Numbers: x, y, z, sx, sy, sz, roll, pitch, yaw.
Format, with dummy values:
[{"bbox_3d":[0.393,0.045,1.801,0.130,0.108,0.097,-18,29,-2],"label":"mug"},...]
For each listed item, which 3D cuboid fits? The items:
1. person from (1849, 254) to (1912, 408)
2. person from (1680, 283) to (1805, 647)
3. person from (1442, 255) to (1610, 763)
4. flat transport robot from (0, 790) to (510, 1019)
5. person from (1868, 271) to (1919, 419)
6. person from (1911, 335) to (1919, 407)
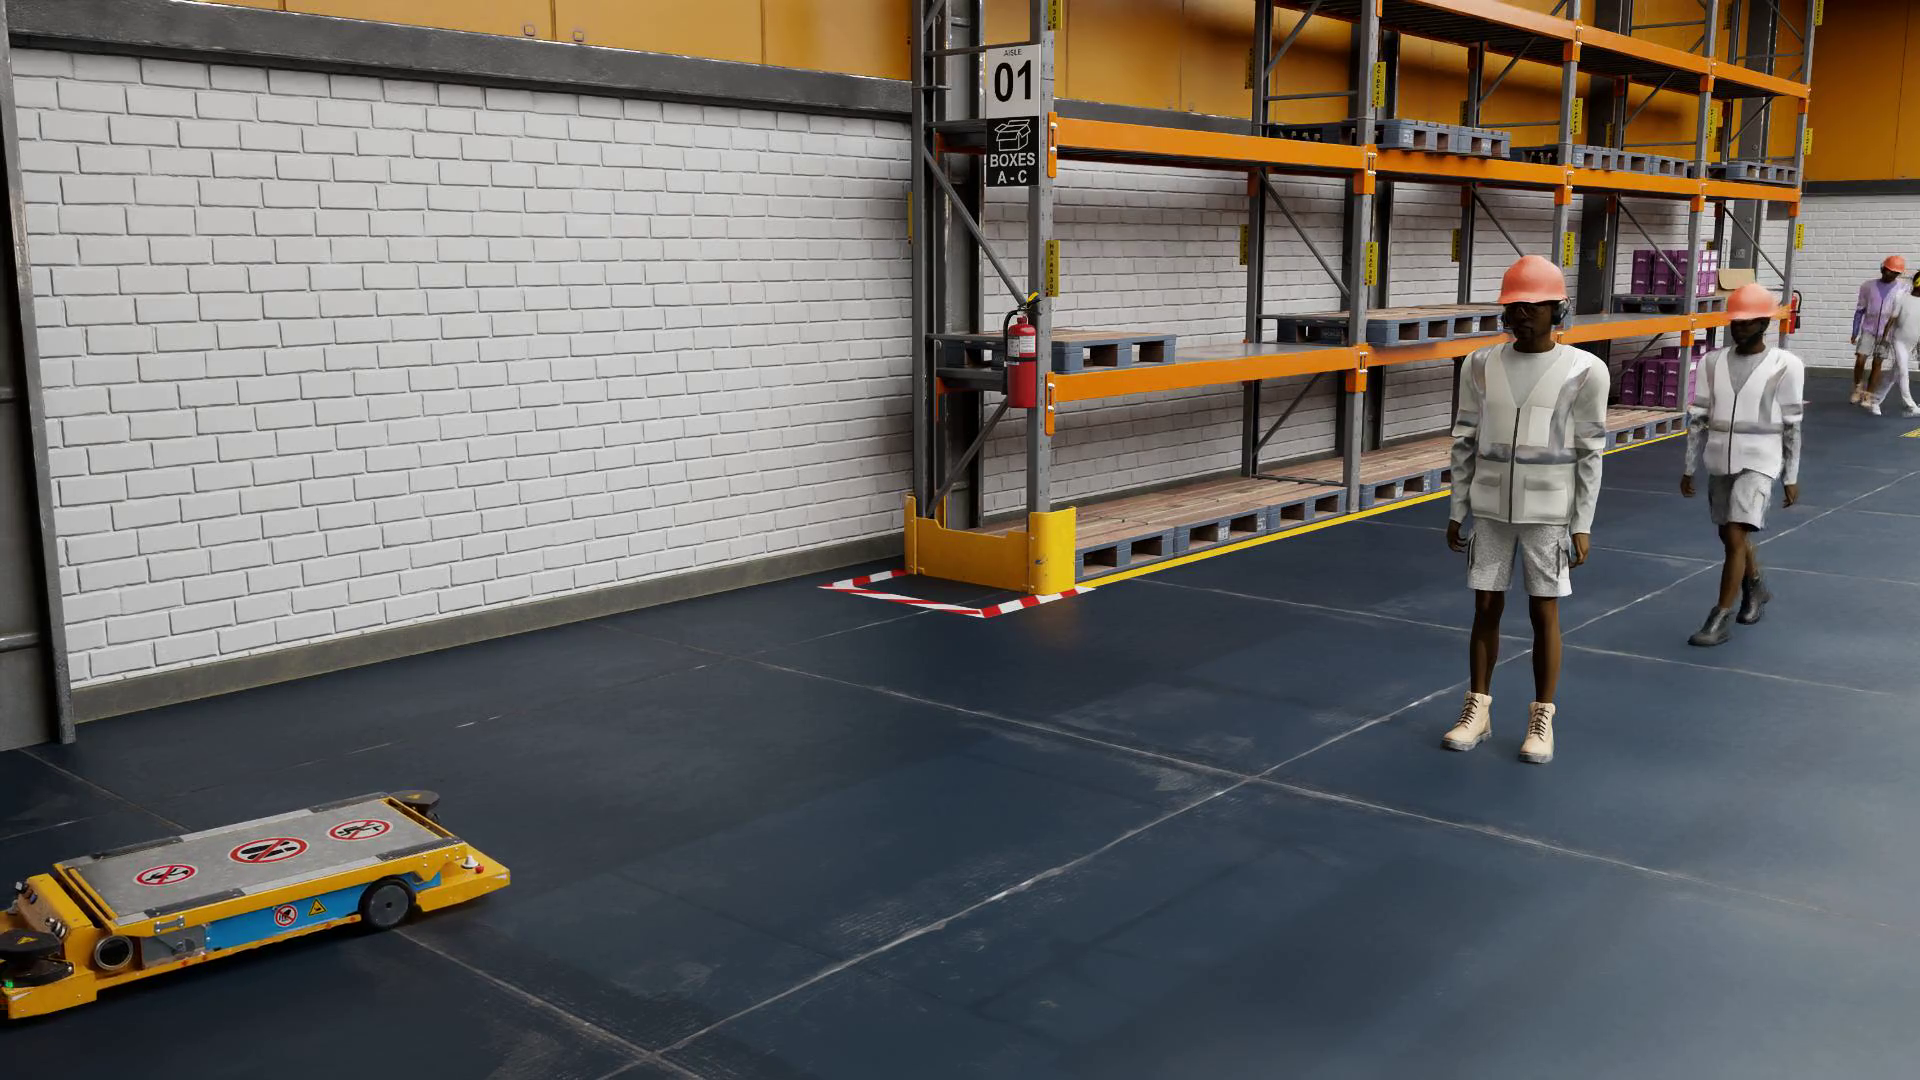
[{"bbox_3d":[11.929,-2.696,21.580,0.648,1.992,0.445,7,12,33],"label":"person"},{"bbox_3d":[4.201,-0.418,8.878,0.943,1.908,0.561,-8,13,-39],"label":"person"},{"bbox_3d":[2.277,-0.119,6.754,0.608,2.044,0.371,7,12,34],"label":"person"},{"bbox_3d":[-2.187,1.060,5.082,1.431,0.197,0.652,-9,13,-40],"label":"flat transport robot"},{"bbox_3d":[11.599,-2.393,20.431,0.587,1.795,0.999,-2,10,-11],"label":"person"},{"bbox_3d":[12.464,-2.566,21.221,0.647,1.867,0.915,1,10,8],"label":"person"}]
